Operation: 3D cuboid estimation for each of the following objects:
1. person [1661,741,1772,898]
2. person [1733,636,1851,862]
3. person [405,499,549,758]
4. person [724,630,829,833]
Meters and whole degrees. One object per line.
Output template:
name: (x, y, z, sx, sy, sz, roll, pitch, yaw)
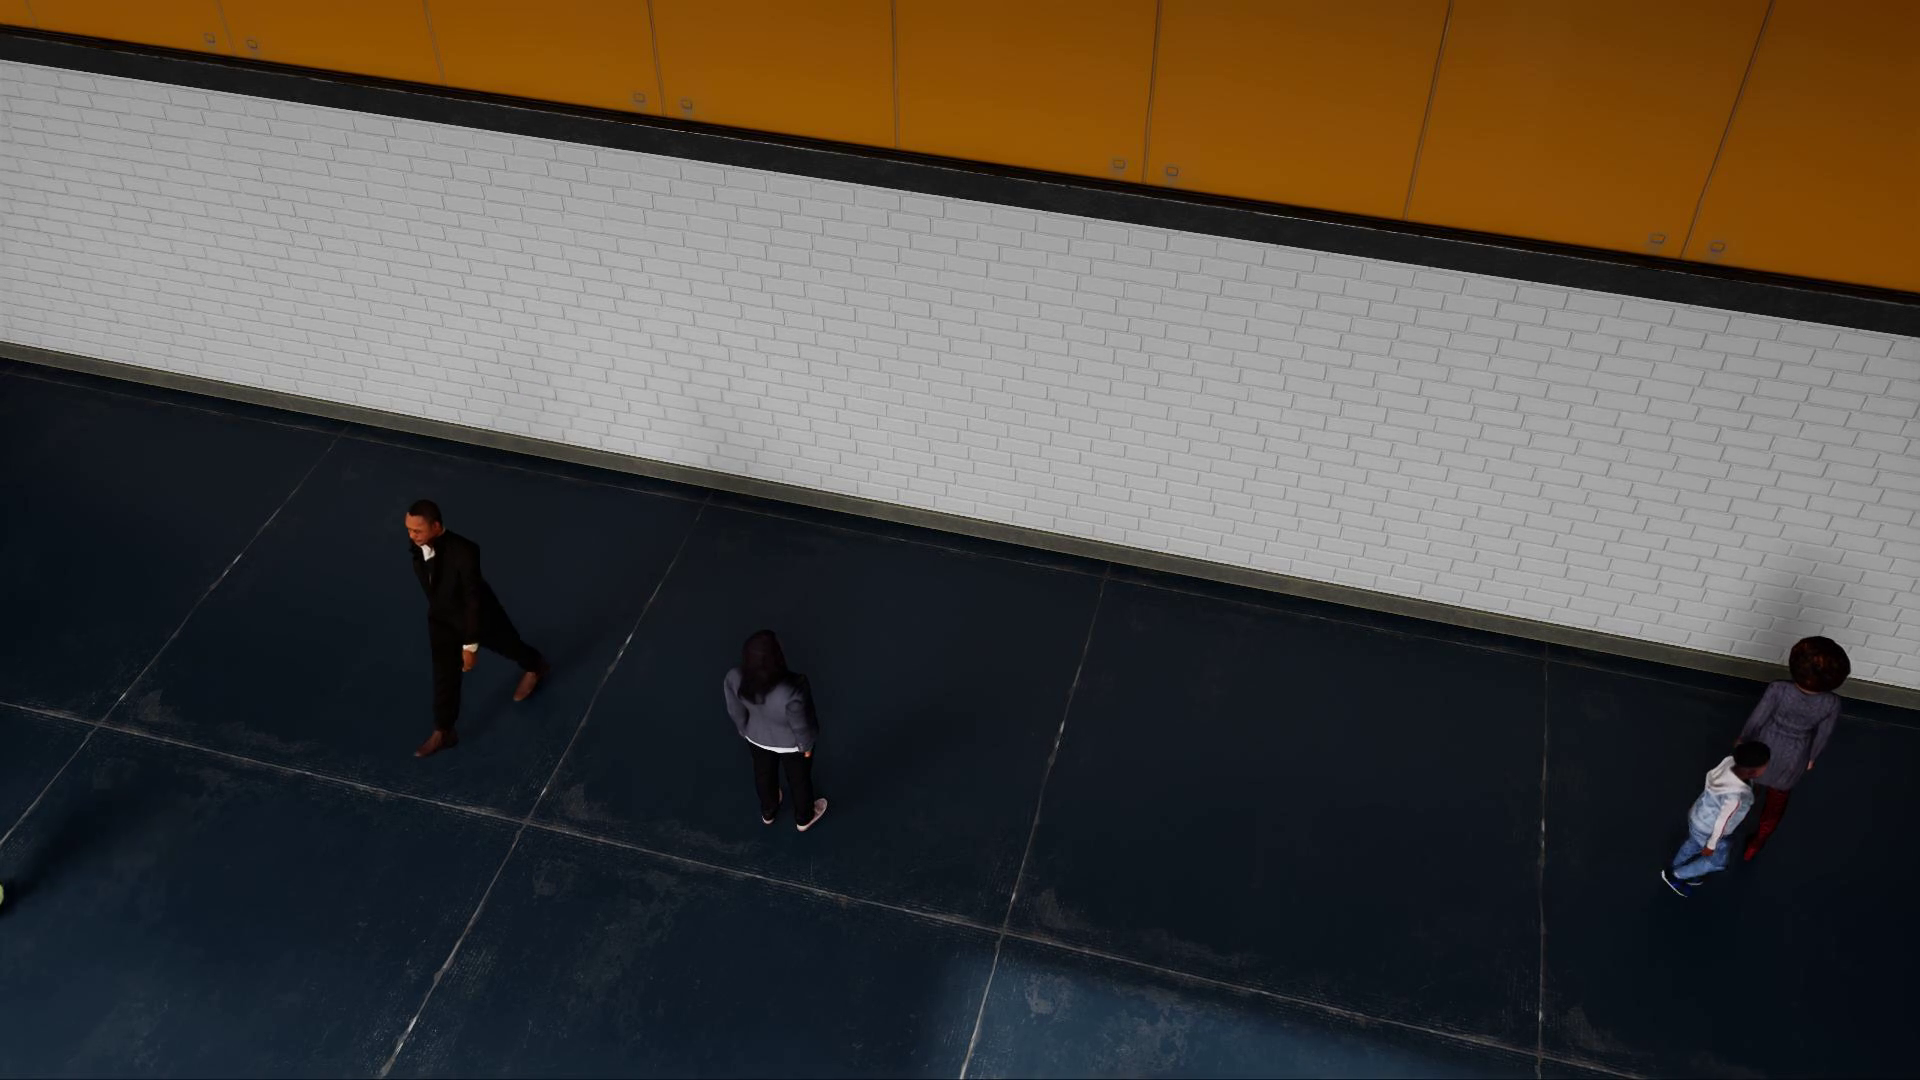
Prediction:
person: (4.207, 1.569, 9.403, 0.571, 1.247, 0.453, 8, 44, 8)
person: (4.638, 1.205, 9.450, 0.605, 1.708, 0.537, 14, 45, 15)
person: (-2.940, 0.409, 10.184, 0.889, 1.849, 1.372, 20, 47, 19)
person: (-1.054, 1.110, 9.627, 0.694, 1.603, 0.678, 15, 46, 15)
